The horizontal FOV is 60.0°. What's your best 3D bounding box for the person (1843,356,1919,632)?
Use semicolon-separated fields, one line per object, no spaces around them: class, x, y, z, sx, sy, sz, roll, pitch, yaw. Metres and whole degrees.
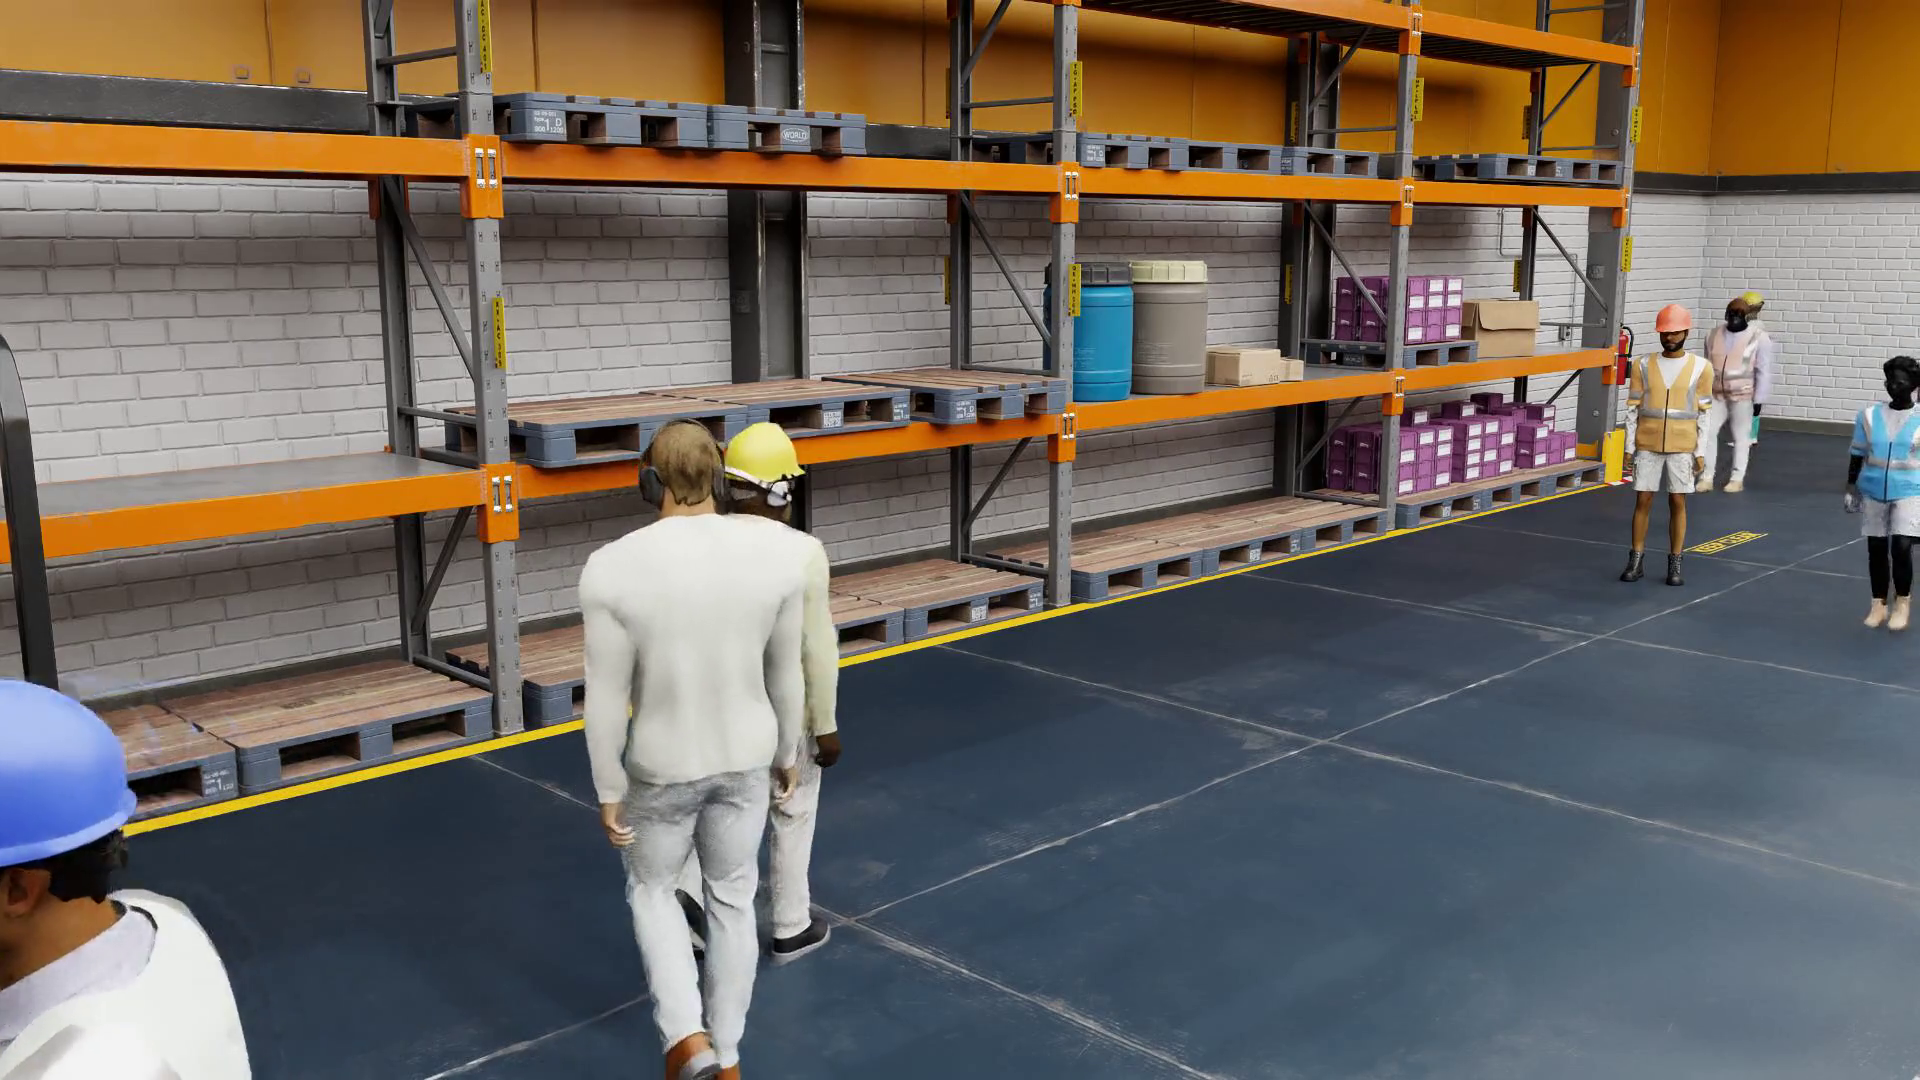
person;5.638;-0.269;10.070;0.450;1.684;0.546;-9;14;-41

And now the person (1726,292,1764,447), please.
person;8.974;-1.940;18.974;0.325;1.767;0.533;9;14;39

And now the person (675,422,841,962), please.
person;-0.669;0.530;5.370;0.598;1.816;0.585;7;12;33

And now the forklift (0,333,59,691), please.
forklift;-3.289;0.485;4.582;1.214;2.155;2.313;-10;14;-44

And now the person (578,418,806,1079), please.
person;-0.707;0.628;4.548;0.624;1.919;0.485;-4;11;-20

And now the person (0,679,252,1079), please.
person;-0.955;1.088;1.996;0.547;1.932;0.616;-3;11;-17

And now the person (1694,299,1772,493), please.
person;7.151;-1.324;15.482;0.733;1.813;0.667;-10;14;-42

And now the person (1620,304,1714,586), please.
person;4.866;-0.652;11.478;0.552;1.937;0.356;5;12;27
